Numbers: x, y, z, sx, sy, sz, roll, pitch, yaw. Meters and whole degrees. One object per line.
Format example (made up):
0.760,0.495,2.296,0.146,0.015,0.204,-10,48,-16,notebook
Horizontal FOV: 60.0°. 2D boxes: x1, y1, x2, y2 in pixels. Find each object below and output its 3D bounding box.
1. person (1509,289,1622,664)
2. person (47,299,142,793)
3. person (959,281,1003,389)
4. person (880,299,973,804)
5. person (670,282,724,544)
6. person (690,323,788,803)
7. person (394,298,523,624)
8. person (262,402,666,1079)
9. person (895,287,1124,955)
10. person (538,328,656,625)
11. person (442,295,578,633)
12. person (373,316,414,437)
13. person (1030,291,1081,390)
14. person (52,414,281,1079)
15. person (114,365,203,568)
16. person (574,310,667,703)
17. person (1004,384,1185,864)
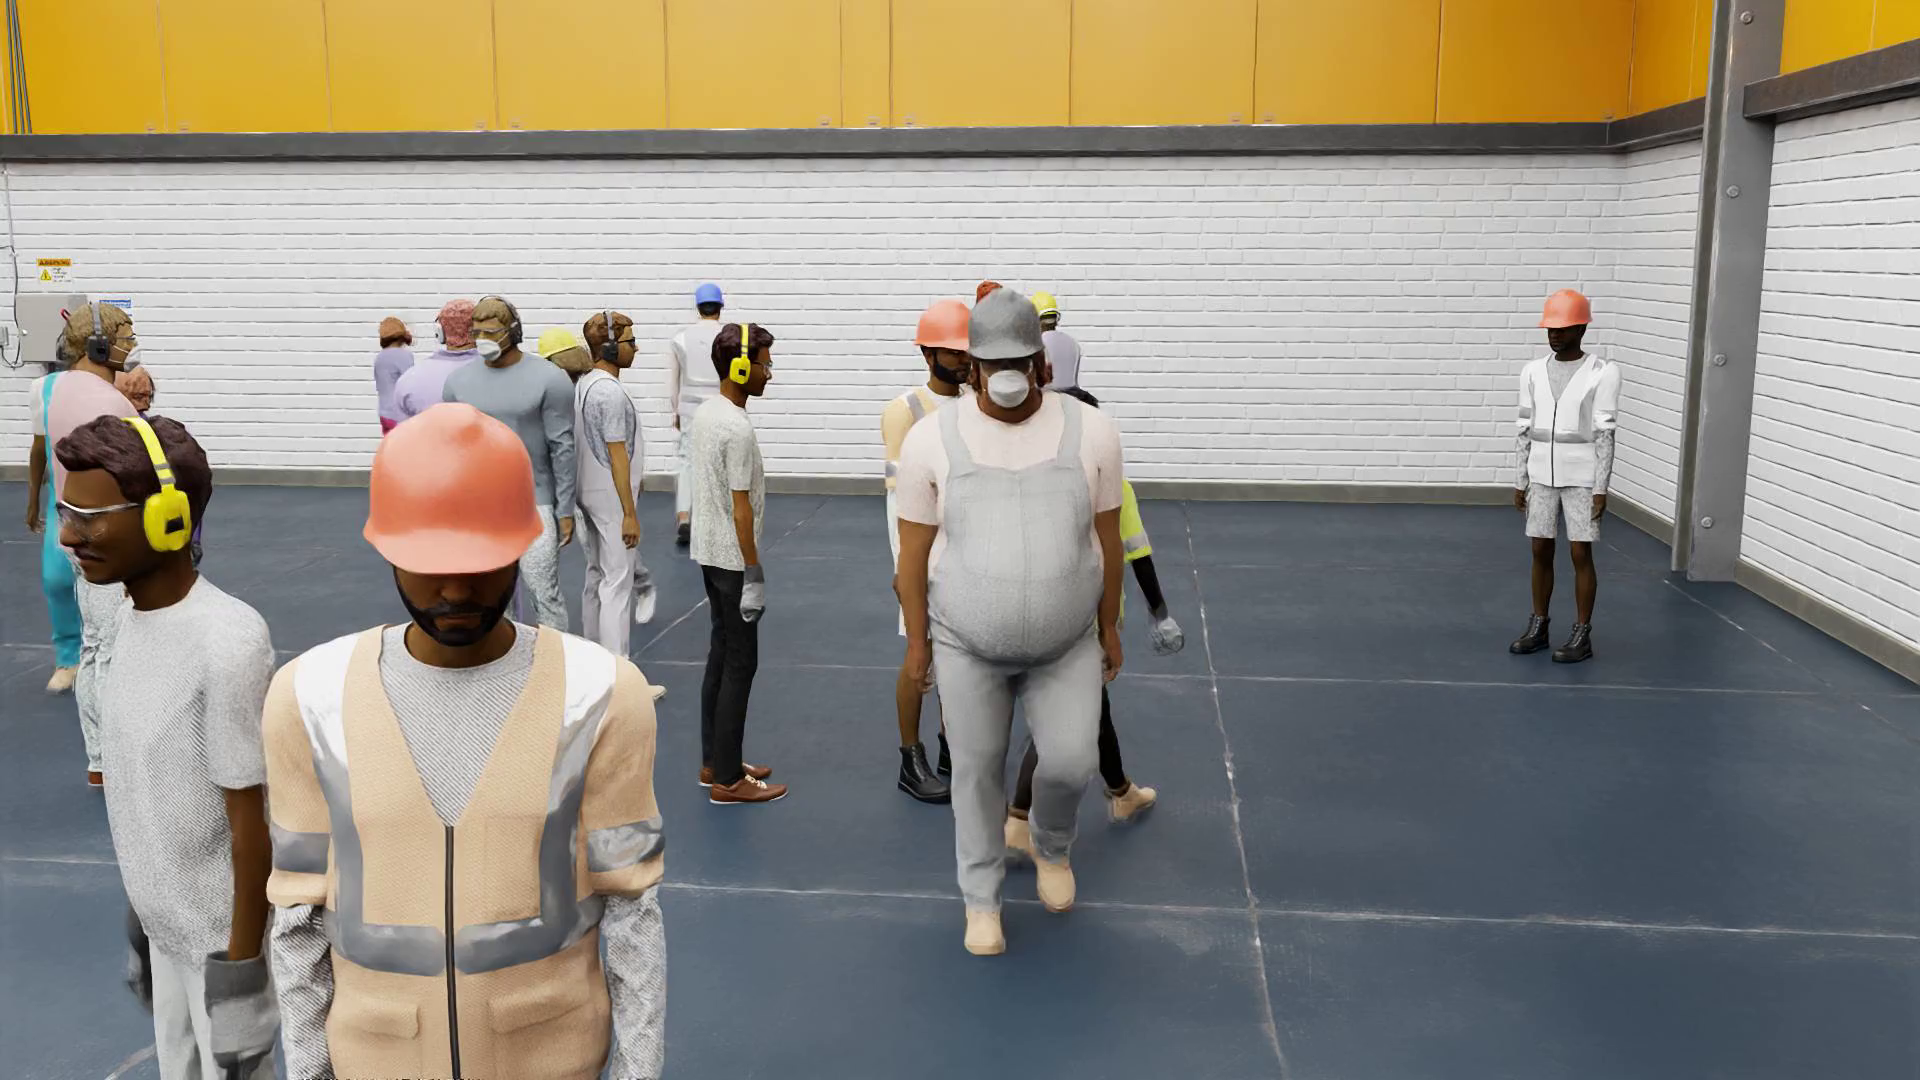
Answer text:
3.107,-0.324,8.605,0.387,1.930,0.539,-9,14,-43,person
-3.248,0.055,6.385,0.361,1.939,0.635,-8,13,-40,person
0.221,-1.078,13.030,0.583,1.882,0.338,5,11,26,person
-0.047,0.041,6.471,0.356,1.937,0.552,9,13,41,person
-1.876,-0.928,12.166,0.609,1.898,0.967,1,10,8,person
-0.856,0.097,6.403,0.344,1.856,0.525,-5,11,-24,person
-2.323,-0.191,7.919,0.646,1.905,0.400,-1,10,-4,person
-0.696,0.760,2.395,0.550,1.925,0.390,-2,10,-9,person
0.153,0.246,5.005,0.703,2.000,0.537,-1,10,-3,person
-2.044,-0.328,9.255,0.527,1.697,0.562,5,11,29,person
-2.043,-0.146,7.578,0.637,1.930,0.371,2,10,9,person
-4.366,-0.916,12.884,0.334,1.618,0.548,-9,14,-43,person
0.612,-0.873,12.016,0.403,1.828,0.593,9,14,43,person
-1.327,0.707,2.886,0.506,1.864,0.332,10,14,44,person
-3.663,0.026,7.439,0.523,1.632,0.315,-4,11,-23,person
-1.629,-0.147,7.824,0.345,1.844,0.504,-6,11,-29,person
0.416,0.284,5.888,0.881,1.649,0.591,-8,13,-38,person
